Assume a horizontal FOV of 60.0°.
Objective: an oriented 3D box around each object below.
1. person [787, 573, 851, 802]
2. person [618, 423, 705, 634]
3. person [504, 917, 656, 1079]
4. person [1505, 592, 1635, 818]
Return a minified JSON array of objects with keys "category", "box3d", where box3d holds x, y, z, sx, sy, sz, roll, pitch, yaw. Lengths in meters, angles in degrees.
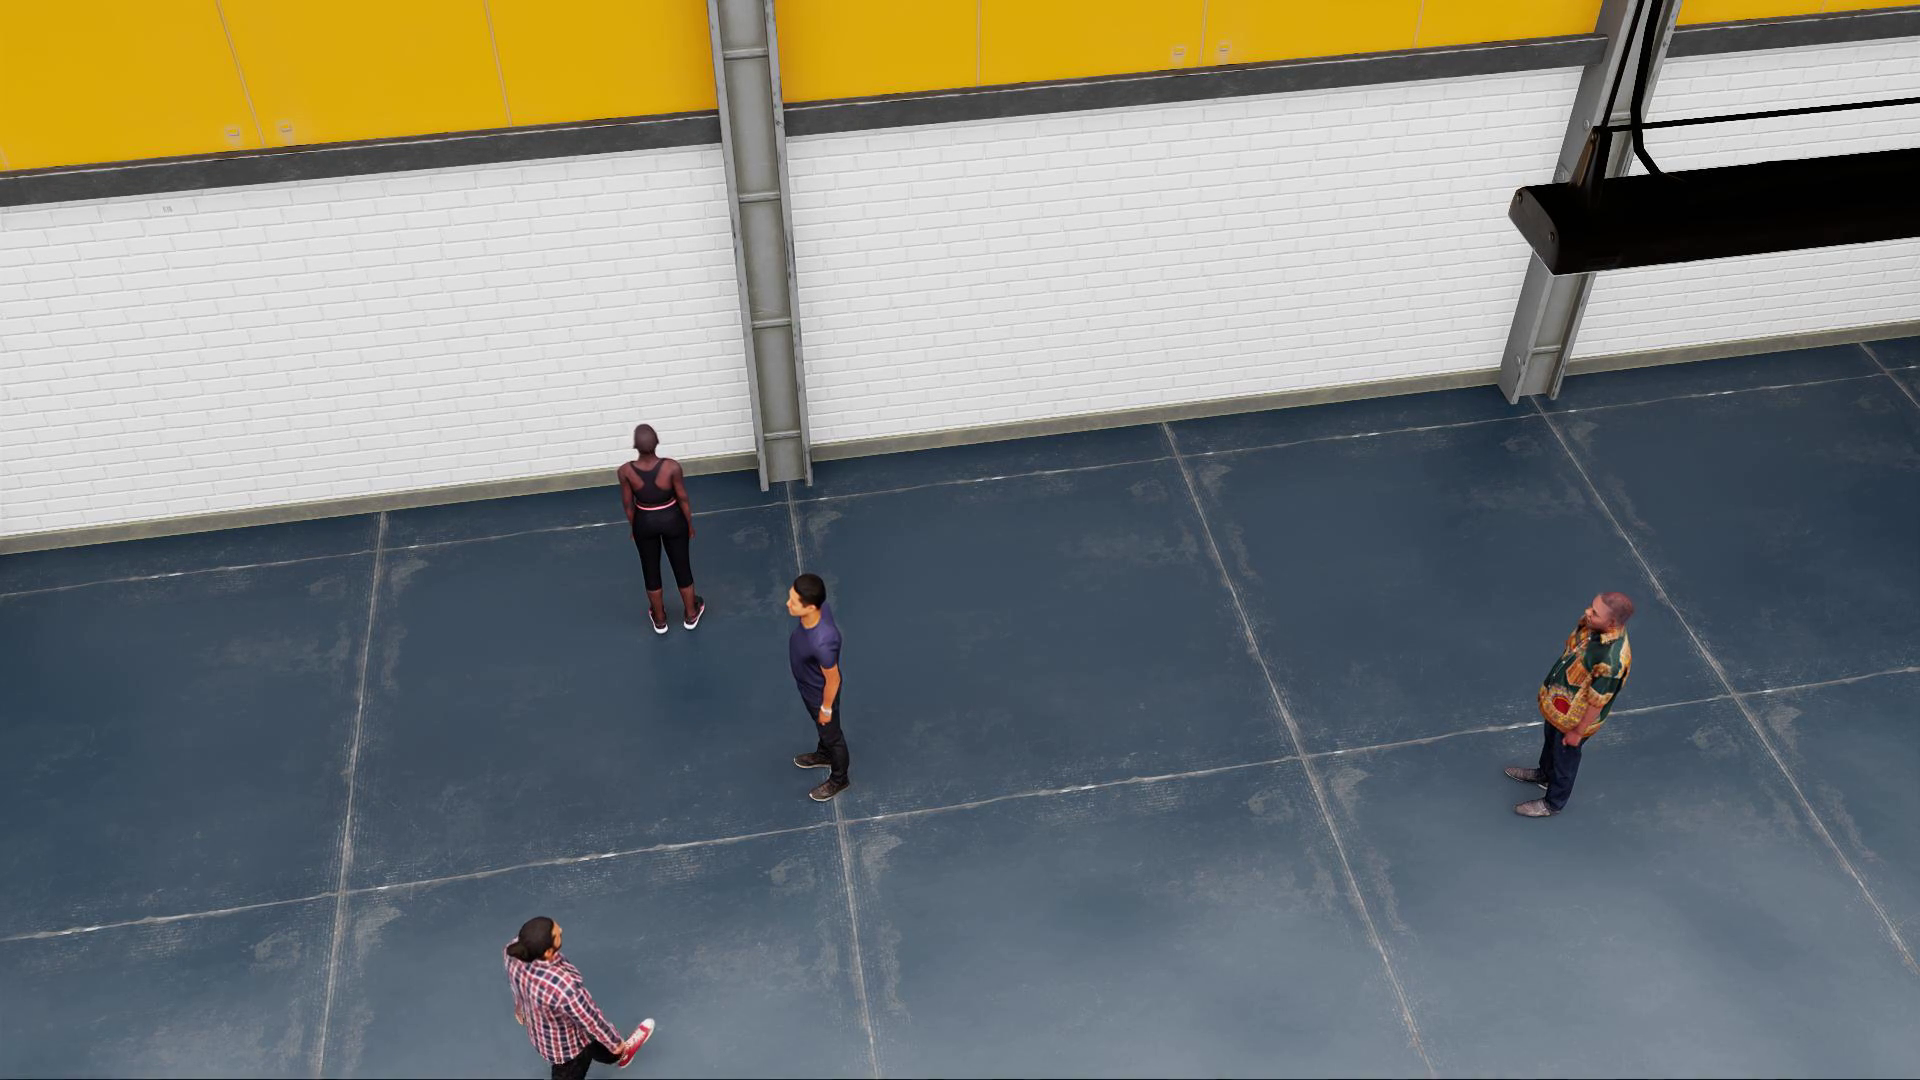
[{"category":"person","box3d":[-0.835,0.859,9.957,0.598,1.793,0.687,-16,46,-16]},{"category":"person","box3d":[-1.981,-0.074,10.965,0.467,1.754,0.637,-5,44,-5]},{"category":"person","box3d":[-2.037,2.485,8.301,1.136,1.724,1.251,32,52,29]},{"category":"person","box3d":[3.653,0.962,9.838,0.740,1.808,0.762,2,44,3]}]
